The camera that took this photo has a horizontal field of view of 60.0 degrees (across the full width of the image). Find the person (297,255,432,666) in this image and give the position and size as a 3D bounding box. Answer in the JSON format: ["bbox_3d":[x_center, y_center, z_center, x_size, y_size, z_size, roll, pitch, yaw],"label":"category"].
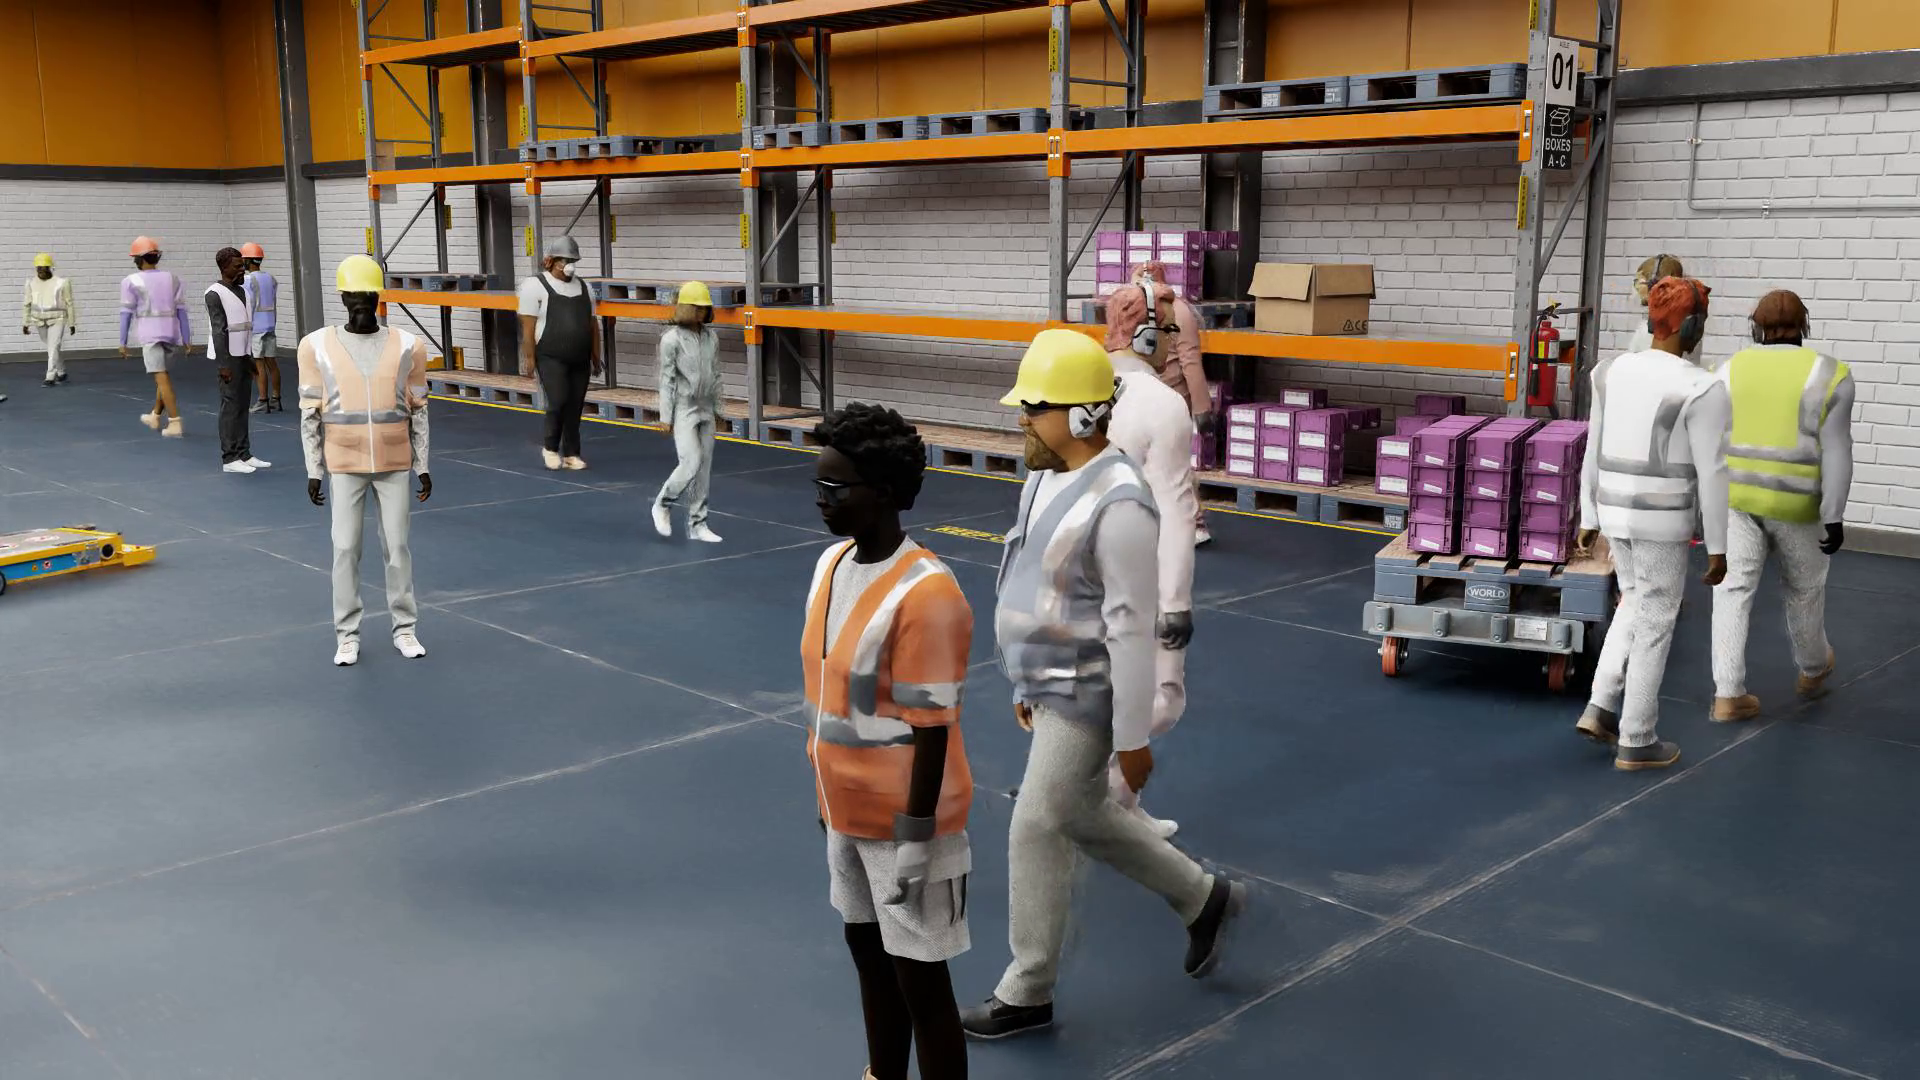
[{"bbox_3d":[-2.803,-0.375,7.894,0.587,1.930,0.359,-5,12,-26],"label":"person"}]

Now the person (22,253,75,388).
[{"bbox_3d":[-12.269,-2.962,22.410,0.604,1.789,0.943,-1,10,-4],"label":"person"}]

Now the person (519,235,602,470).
[{"bbox_3d":[-3.368,-1.598,14.257,0.697,2.000,0.537,-10,14,-43],"label":"person"}]

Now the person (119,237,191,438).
[{"bbox_3d":[-8.188,-2.044,16.814,1.016,1.989,0.630,7,12,33],"label":"person"}]

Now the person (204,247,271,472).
[{"bbox_3d":[-6.241,-1.545,14.300,0.391,1.920,0.593,0,10,0],"label":"person"}]

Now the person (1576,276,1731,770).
[{"bbox_3d":[2.614,-0.047,6.252,0.414,1.871,0.600,-5,11,-24],"label":"person"}]

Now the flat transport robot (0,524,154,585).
[{"bbox_3d":[-5.558,0.120,9.719,0.652,0.197,1.431,5,12,26],"label":"flat transport robot"}]

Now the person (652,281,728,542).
[{"bbox_3d":[-1.763,-0.830,10.928,0.426,1.733,0.497,7,12,33],"label":"person"}]

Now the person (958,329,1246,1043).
[{"bbox_3d":[0.363,0.362,4.222,0.777,1.801,0.584,-2,11,-11],"label":"person"}]

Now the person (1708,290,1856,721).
[{"bbox_3d":[3.499,-0.160,7.107,0.634,1.787,0.956,9,14,42],"label":"person"}]

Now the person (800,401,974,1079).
[{"bbox_3d":[-0.158,0.559,3.452,0.320,1.694,0.534,-6,12,-30],"label":"person"}]

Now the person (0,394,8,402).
[{"bbox_3d":[-11.834,-2.539,19.796,0.955,1.882,0.651,2,11,12],"label":"person"}]

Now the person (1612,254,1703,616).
[{"bbox_3d":[3.680,-0.546,8.845,0.518,1.922,0.625,10,15,44],"label":"person"}]

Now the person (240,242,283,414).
[{"bbox_3d":[-7.992,-2.404,18.933,0.359,1.939,0.542,2,11,13],"label":"person"}]

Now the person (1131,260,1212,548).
[{"bbox_3d":[1.327,-0.871,10.772,0.482,1.866,0.670,-3,11,-17],"label":"person"}]

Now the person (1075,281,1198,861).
[{"bbox_3d":[0.473,0.126,5.292,0.630,1.886,0.641,-6,12,-31],"label":"person"}]
